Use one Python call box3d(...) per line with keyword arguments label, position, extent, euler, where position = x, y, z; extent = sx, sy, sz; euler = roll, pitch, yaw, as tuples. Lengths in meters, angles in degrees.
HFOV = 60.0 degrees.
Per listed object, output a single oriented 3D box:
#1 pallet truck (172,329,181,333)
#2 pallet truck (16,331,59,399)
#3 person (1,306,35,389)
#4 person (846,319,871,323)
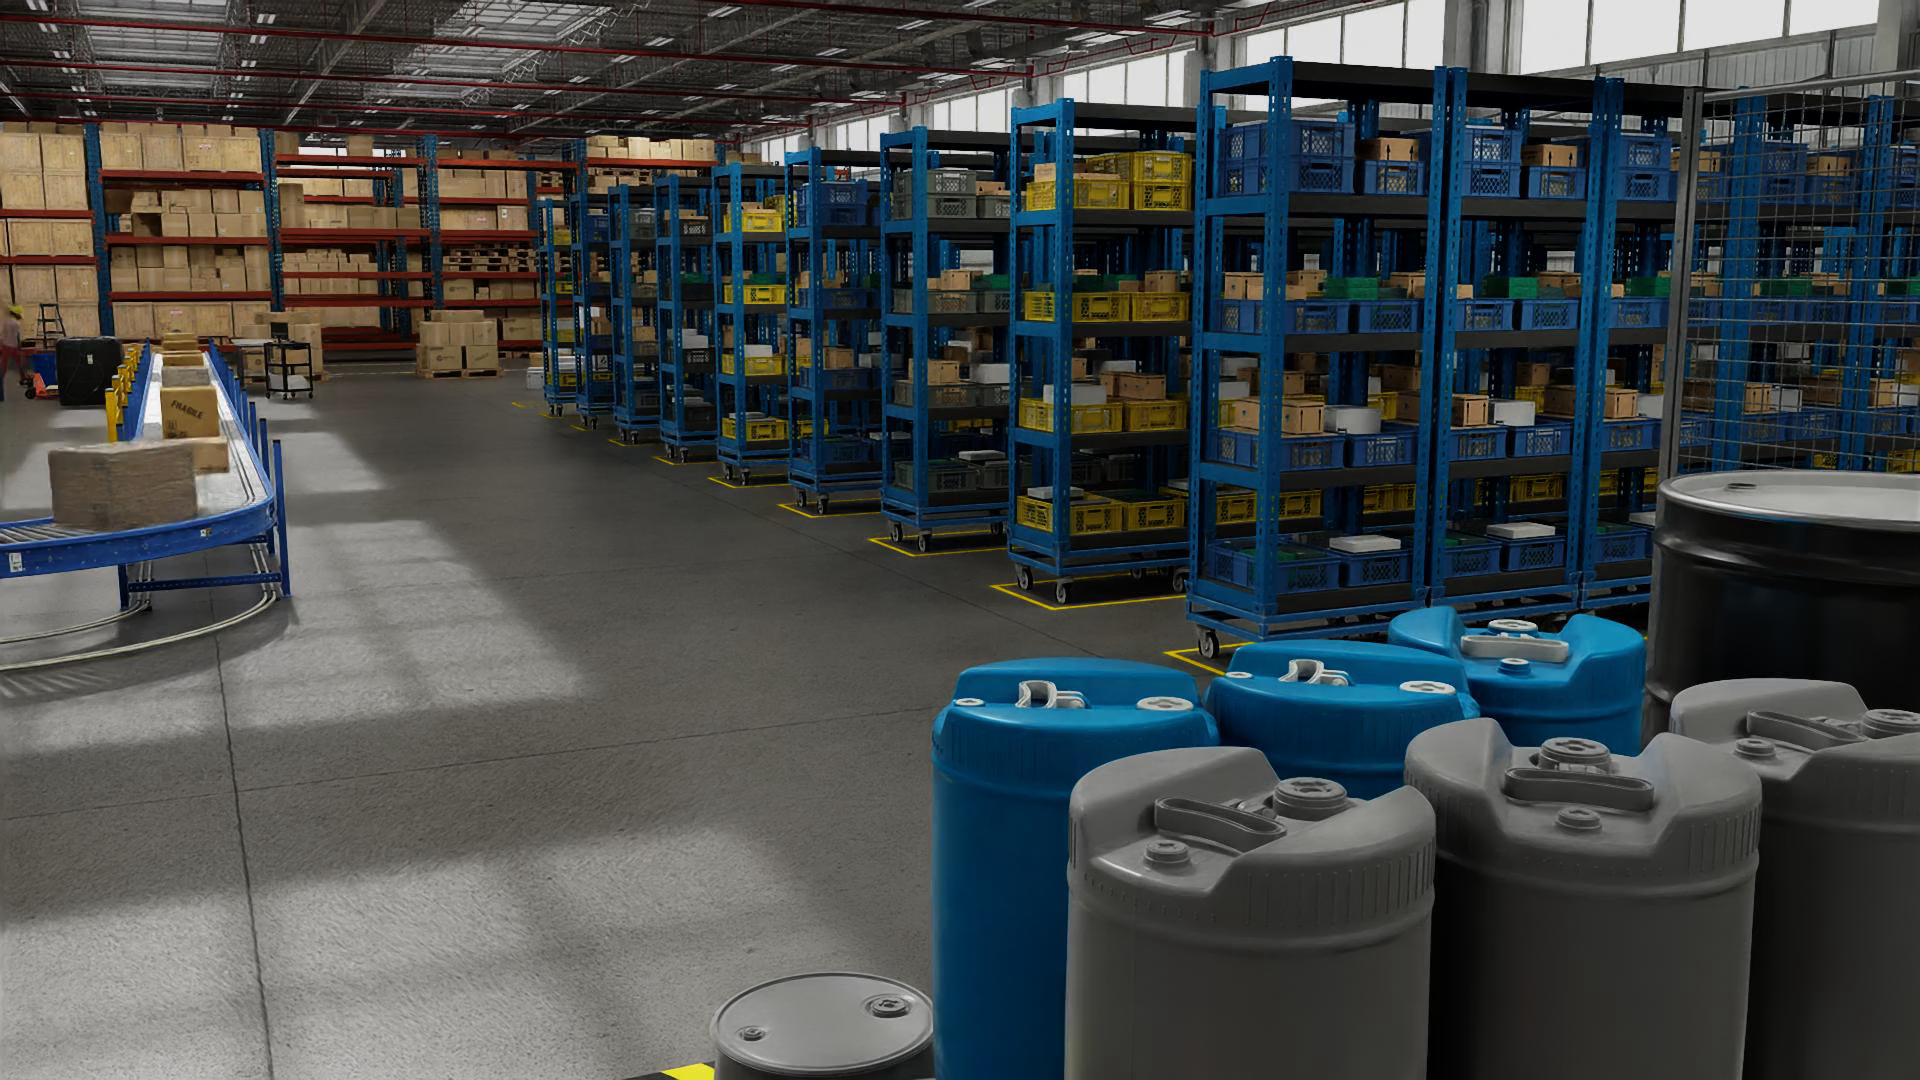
box3d(label="pallet truck", position=(-17.275, -3.851, 35.096), extent=(1.601, 1.201, 0.680), euler=(0, 9, 1))
box3d(label="pallet truck", position=(-17.082, -3.353, 31.781), extent=(1.630, 1.274, 0.653), euler=(-4, 10, -25))
box3d(label="person", position=(-19.603, -3.999, 34.526), extent=(0.516, 1.701, 0.857), euler=(3, 10, 17))
box3d(label="person", position=(-1.902, -3.478, 30.456), extent=(0.612, 1.975, 0.631), euler=(9, 13, 43))
